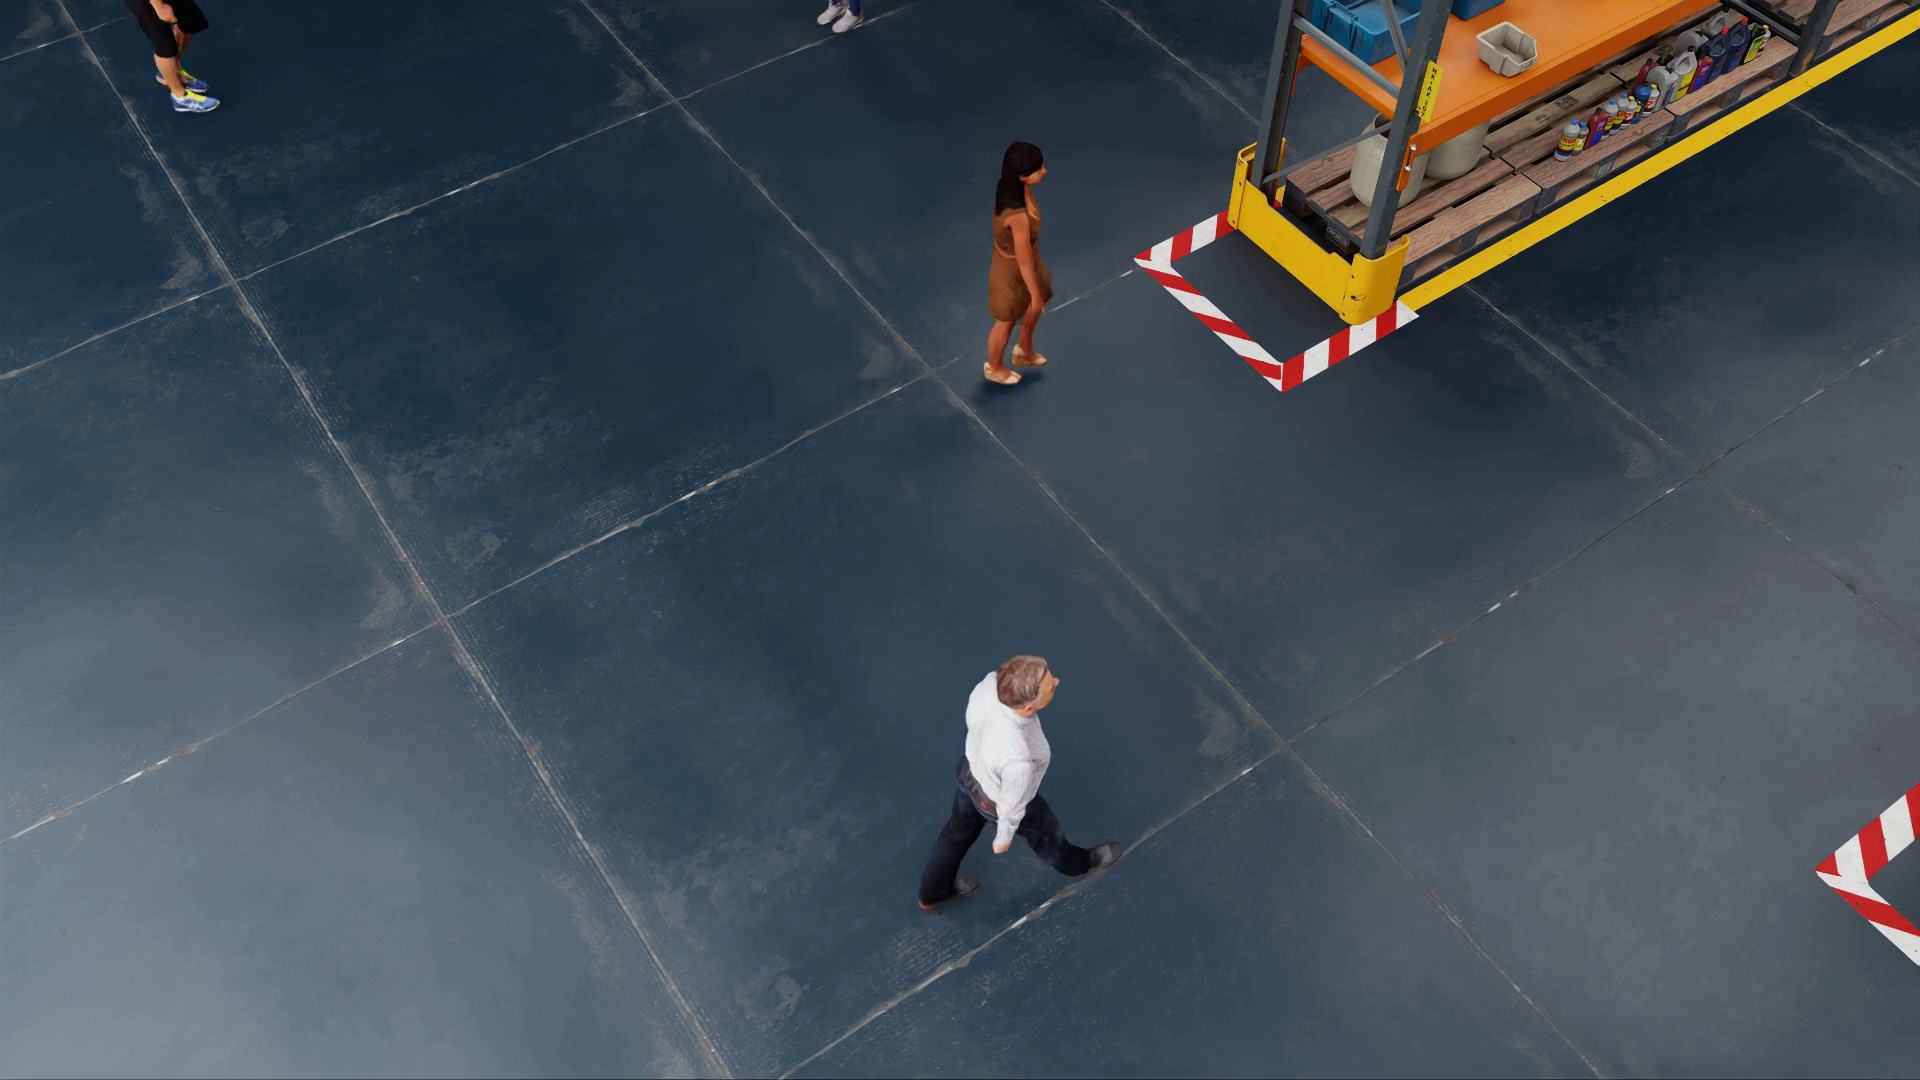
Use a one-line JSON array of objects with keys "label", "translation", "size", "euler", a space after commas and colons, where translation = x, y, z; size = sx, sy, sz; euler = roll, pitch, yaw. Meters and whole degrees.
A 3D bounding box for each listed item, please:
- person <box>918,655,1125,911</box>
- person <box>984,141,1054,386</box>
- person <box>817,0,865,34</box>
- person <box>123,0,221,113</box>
[{"label": "person", "translation": [0.085, 1.037, 6.807], "size": [1.225, 1.767, 0.843], "euler": [-18, 54, -13]}, {"label": "person", "translation": [0.207, -1.415, 8.764], "size": [0.763, 1.675, 0.721], "euler": [0, 52, 0]}, {"label": "person", "translation": [-0.726, -4.095, 10.801], "size": [0.620, 1.736, 0.624], "euler": [-25, 56, -18]}, {"label": "person", "translation": [-5.094, -3.411, 10.200], "size": [0.840, 1.849, 0.782], "euler": [0, 52, 0]}]
